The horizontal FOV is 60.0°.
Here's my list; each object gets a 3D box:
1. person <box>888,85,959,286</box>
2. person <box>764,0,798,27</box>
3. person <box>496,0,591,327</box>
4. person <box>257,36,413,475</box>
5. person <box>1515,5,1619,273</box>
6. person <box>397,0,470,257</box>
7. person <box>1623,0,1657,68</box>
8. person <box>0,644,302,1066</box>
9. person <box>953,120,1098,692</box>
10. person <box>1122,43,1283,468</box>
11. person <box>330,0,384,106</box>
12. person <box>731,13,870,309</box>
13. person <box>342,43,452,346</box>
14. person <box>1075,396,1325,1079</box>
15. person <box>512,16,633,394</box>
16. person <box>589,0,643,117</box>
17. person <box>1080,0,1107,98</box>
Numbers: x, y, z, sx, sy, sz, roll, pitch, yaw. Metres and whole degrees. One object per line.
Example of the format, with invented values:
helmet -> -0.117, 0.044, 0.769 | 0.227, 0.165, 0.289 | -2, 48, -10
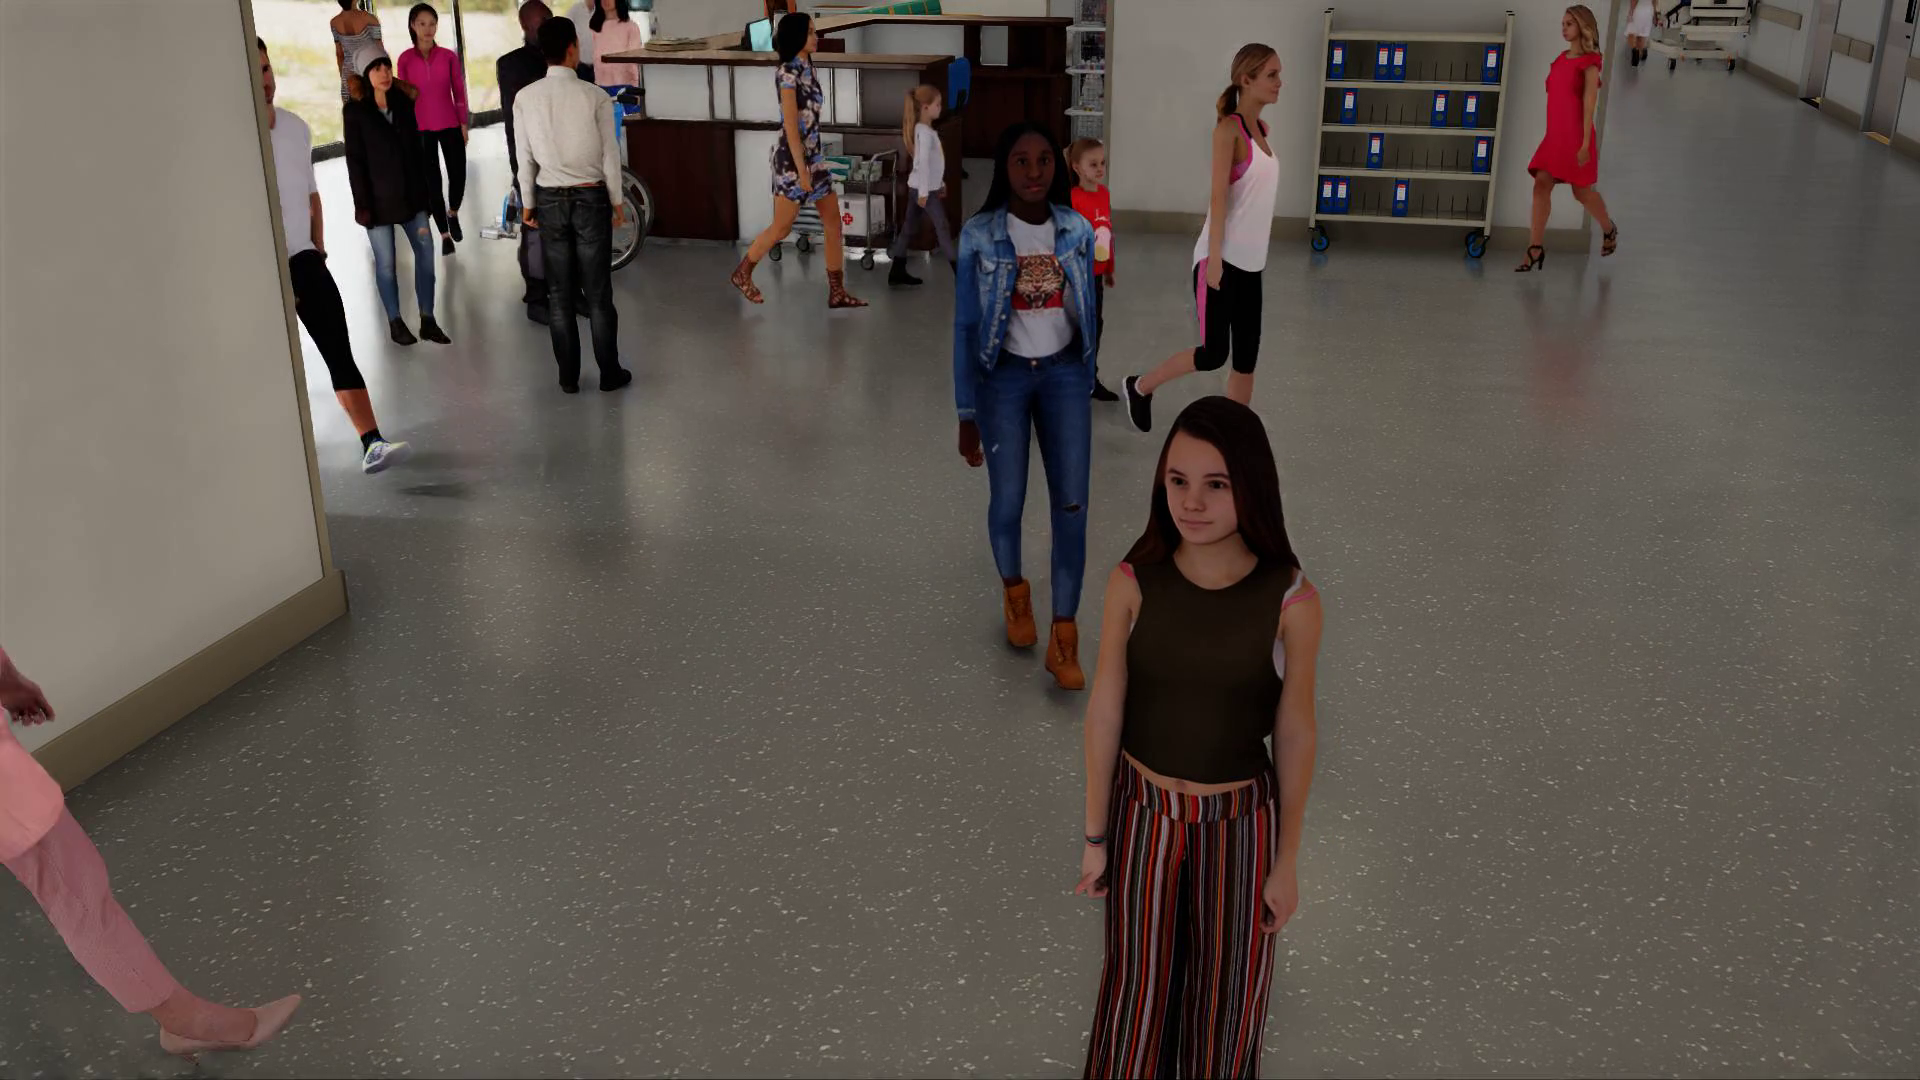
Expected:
person -> -0.290, -2.197, 10.469 | 0.932, 1.247, 0.713 | -3, 21, -8
person -> -1.792, -4.900, 16.776 | 0.564, 1.835, 0.700 | 13, 24, 31
person -> -2.458, -2.162, 9.582 | 0.836, 1.811, 0.826 | 15, 26, 35
person -> -2.874, -1.121, 6.843 | 1.289, 1.804, 0.950 | 13, 24, 30
person -> 4.080, -2.600, 10.912 | 1.128, 1.687, 0.980 | -8, 22, -21
person -> -3.633, -2.836, 11.534 | 0.750, 1.689, 0.805 | -6, 22, -15
person -> 10.467, -8.033, 25.460 | 0.672, 1.544, 0.698 | 1, 21, 3
person -> -1.893, 0.404, 2.884 | 1.086, 1.757, 1.126 | -17, 27, -38
person -> 0.190, -0.445, 5.222 | 0.969, 1.688, 0.916 | -3, 21, -8
person -> 1.051, -1.157, 6.987 | 1.065, 1.769, 0.852 | 14, 25, 33
person -> -4.758, -3.509, 13.139 | 0.566, 1.811, 0.709 | 3, 21, 9
person -> -1.022, -2.188, 9.806 | 1.128, 1.699, 0.681 | 9, 22, 22
person -> -3.136, -1.871, 9.078 | 0.805, 1.622, 0.860 | -18, 27, -40
person -> 0.411, 0.495, 2.917 | 0.467, 1.562, 0.615 | 7, 22, 17
person -> -1.905, -1.629, 8.176 | 0.586, 1.809, 0.772 | 0, 21, 0
person -> -2.725, -3.619, 13.560 | 1.094, 1.718, 0.698 | 5, 21, 13
person -> 1.745, -6.375, 21.040 | 1.055, 1.572, 0.936 | 15, 25, 35
